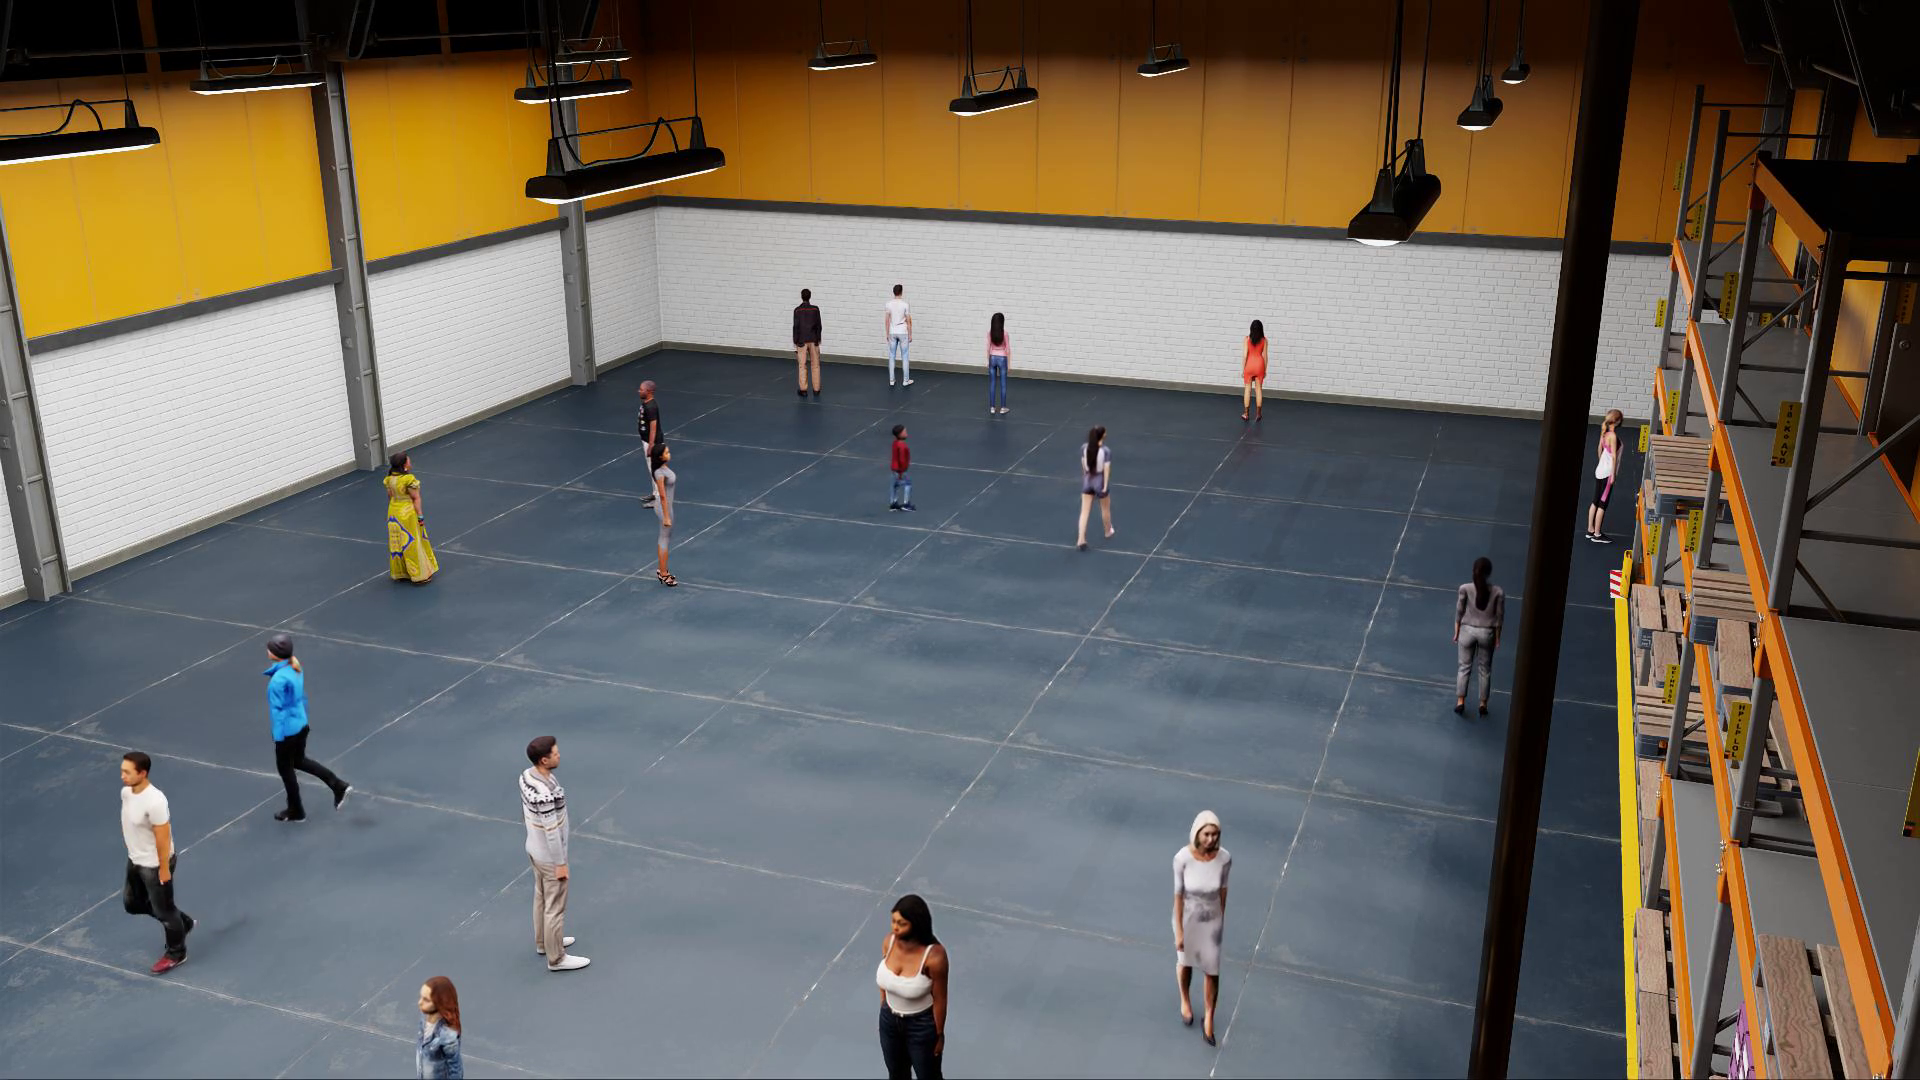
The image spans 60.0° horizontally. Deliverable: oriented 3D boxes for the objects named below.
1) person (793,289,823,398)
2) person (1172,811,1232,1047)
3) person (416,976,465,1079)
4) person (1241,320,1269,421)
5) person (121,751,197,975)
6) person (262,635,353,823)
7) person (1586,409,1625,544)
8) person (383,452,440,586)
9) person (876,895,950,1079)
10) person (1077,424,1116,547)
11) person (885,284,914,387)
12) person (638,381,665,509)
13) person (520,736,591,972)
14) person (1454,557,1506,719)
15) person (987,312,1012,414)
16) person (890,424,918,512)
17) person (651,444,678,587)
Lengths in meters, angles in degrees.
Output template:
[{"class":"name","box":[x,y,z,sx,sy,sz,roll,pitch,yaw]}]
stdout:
[{"class":"person","box":[-2.737,-3.541,29.744,0.792,1.925,0.832,-7,20,-20]},{"class":"person","box":[1.649,2.637,11.708,0.715,1.728,0.832,-1,19,-2]},{"class":"person","box":[-3.138,3.308,10.109,0.634,1.477,0.630,17,25,42]},{"class":"person","box":[4.977,-2.884,28.115,0.653,1.719,0.640,0,19,-1]},{"class":"person","box":[-5.957,2.357,12.434,0.734,1.795,0.774,12,22,32]},{"class":"person","box":[-5.744,1.671,14.491,0.836,1.782,0.960,1,19,4]},{"class":"person","box":[8.540,-0.863,22.009,0.739,1.787,0.583,0,19,-1]},{"class":"person","box":[-6.823,-0.282,20.485,0.879,1.659,0.801,9,21,25]},{"class":"person","box":[-0.291,3.024,10.431,0.705,1.809,0.695,13,23,34]},{"class":"person","box":[1.725,-0.674,21.732,0.676,1.605,1.063,9,21,26]},{"class":"person","box":[-1.128,-3.770,30.541,0.664,1.851,0.565,5,19,13]},{"class":"person","box":[-4.349,-1.373,23.493,0.823,1.805,0.730,-5,19,-14]},{"class":"person","box":[-3.087,2.318,12.448,0.794,1.860,0.764,-11,21,-29]},{"class":"person","box":[5.195,0.979,16.712,0.624,1.677,0.577,5,19,15]},{"class":"person","box":[0.654,-3.057,28.595,0.577,1.742,0.508,6,19,17]},{"class":"person","box":[-0.903,-0.997,23.255,0.692,1.245,0.632,-9,20,-24]},{"class":"person","box":[-3.635,-0.324,20.416,0.734,1.781,0.623,-3,19,-9]}]
